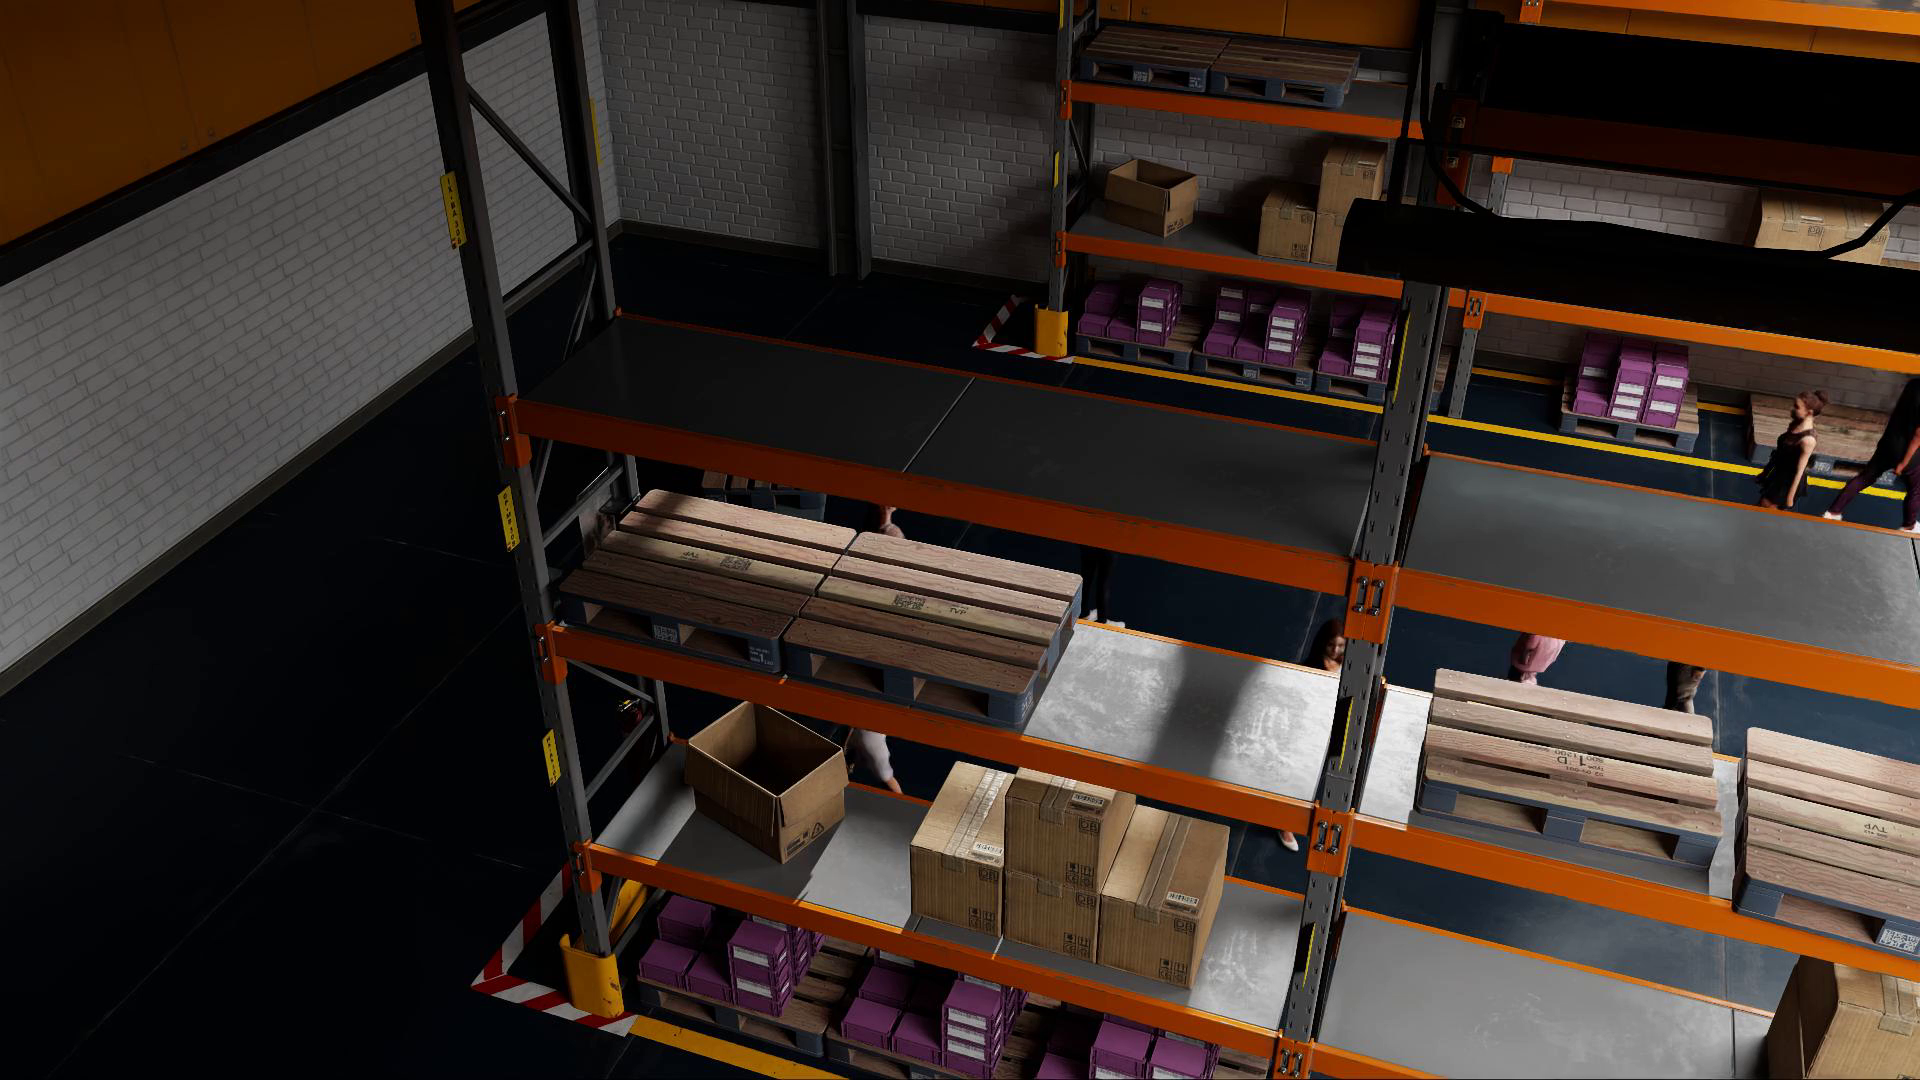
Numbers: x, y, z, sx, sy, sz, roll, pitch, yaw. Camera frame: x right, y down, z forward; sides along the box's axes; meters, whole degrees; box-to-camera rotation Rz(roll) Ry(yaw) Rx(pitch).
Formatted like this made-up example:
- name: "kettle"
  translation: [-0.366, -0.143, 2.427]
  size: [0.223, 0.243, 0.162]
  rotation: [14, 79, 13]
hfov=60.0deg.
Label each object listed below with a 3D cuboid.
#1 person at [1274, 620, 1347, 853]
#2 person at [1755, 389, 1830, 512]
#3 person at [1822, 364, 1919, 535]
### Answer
- name: "person"
  translation: [2.280, 1.220, 10.682]
  size: [0.646, 1.728, 0.693]
  rotation: [-17, 37, -23]
- name: "person"
  translation: [6.644, -0.442, 13.236]
  size: [0.622, 1.668, 0.591]
  rotation: [9, 35, 13]
- name: "person"
  translation: [7.660, -0.765, 13.652]
  size: [1.217, 1.745, 0.959]
  rotation: [-3, 34, -5]
